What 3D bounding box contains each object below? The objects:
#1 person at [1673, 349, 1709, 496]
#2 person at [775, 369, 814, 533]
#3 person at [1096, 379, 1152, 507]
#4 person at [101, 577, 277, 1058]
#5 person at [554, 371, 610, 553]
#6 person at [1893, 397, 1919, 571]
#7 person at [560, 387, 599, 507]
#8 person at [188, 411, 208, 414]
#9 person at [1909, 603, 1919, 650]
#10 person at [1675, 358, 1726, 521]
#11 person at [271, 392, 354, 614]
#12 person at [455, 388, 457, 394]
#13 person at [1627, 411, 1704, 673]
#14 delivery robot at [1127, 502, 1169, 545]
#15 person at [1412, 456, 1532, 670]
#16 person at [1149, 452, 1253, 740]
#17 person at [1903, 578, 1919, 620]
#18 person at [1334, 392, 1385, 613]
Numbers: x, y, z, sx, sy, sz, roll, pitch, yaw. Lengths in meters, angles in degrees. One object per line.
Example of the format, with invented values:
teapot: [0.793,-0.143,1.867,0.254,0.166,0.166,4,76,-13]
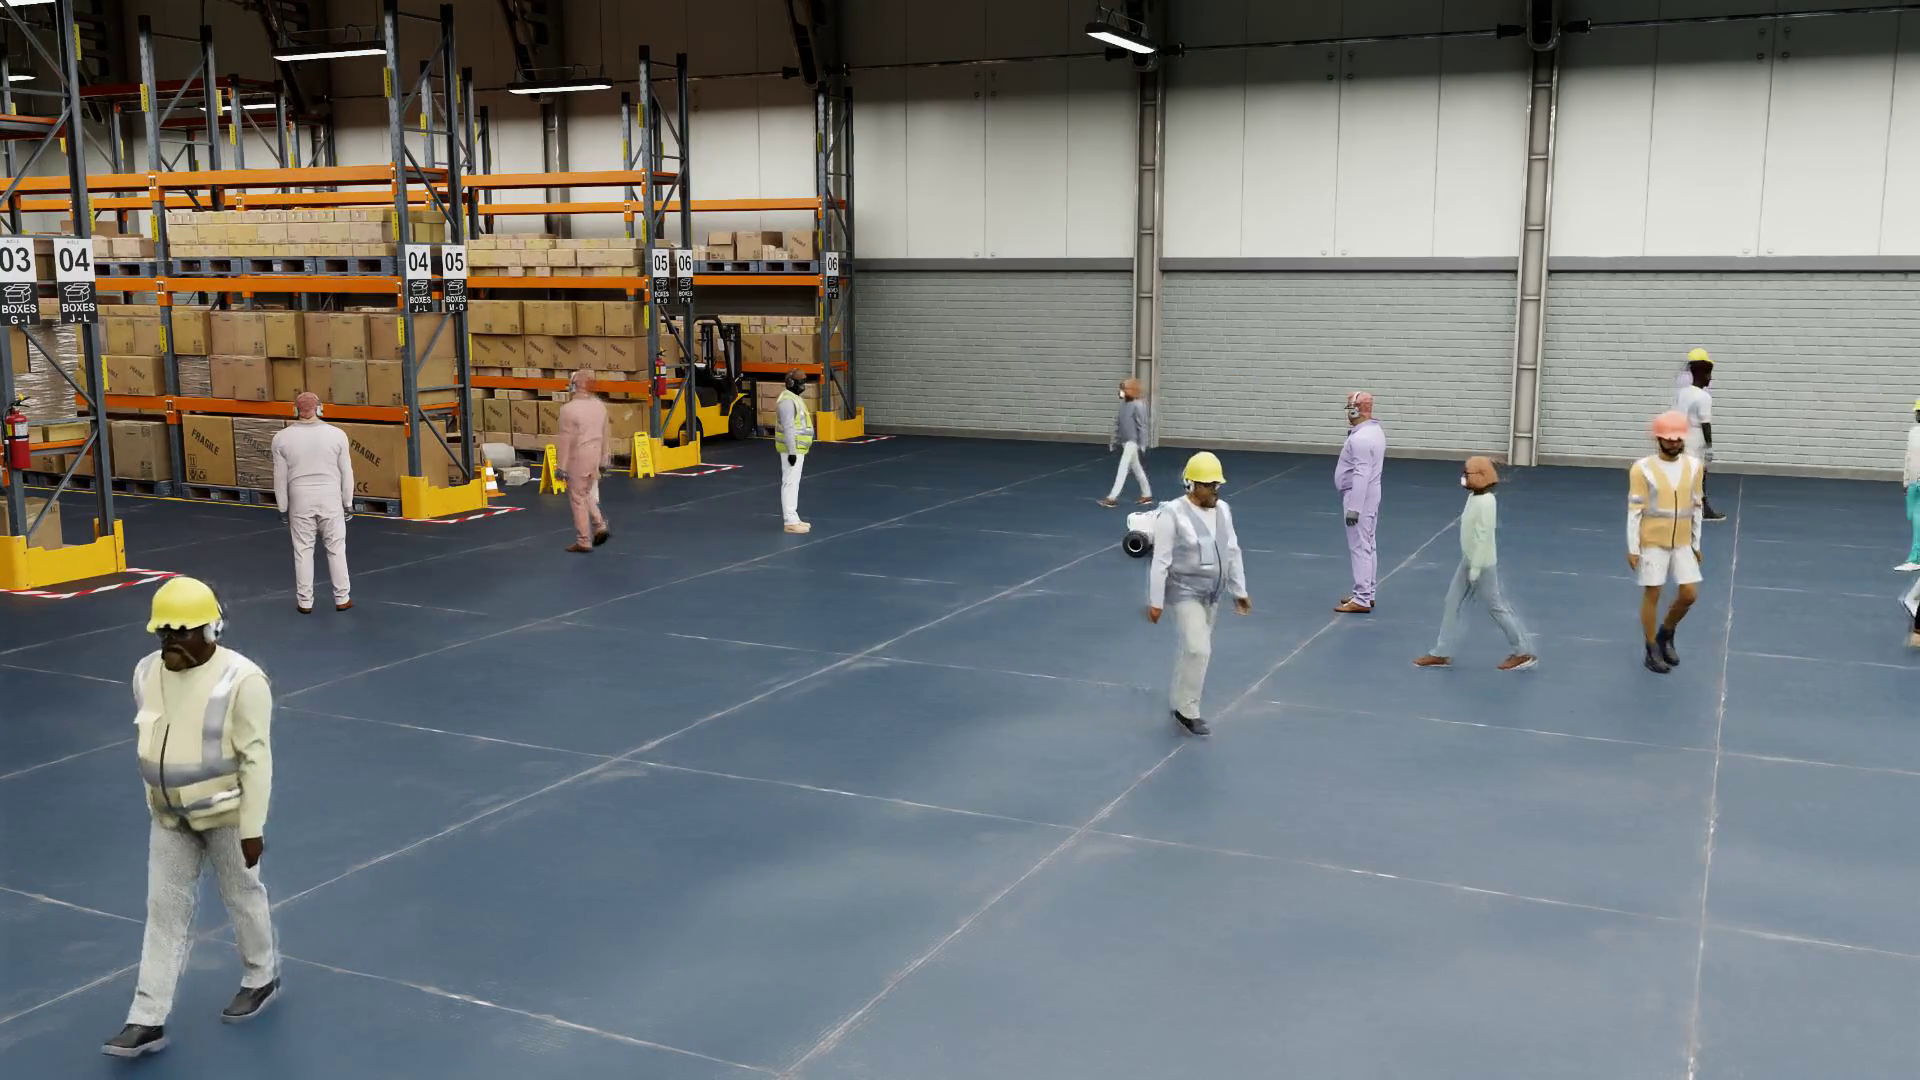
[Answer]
person: [9.478,-1.513,21.534,0.372,1.925,0.596,-1,9,-9]
person: [-1.855,-1.003,18.693,0.430,1.839,0.619,0,9,1]
person: [2.075,-1.205,20.665,0.851,1.581,0.520,-4,10,-24]
person: [-2.910,1.035,6.298,0.619,1.795,0.763,2,10,14]
person: [-3.960,-0.803,17.301,0.434,1.895,0.649,4,10,23]
person: [9.516,-0.562,16.288,0.683,1.749,0.530,-1,9,-8]
person: [-4.503,-1.073,19.772,0.511,1.620,0.334,-3,10,-18]
person: [-11.782,-2.277,25.890,0.403,2.035,0.609,6,11,34]
person: [7.704,0.057,12.684,0.744,1.663,0.548,6,11,31]
person: [8.476,-1.151,19.330,0.976,1.928,0.615,0,9,-2]
person: [-5.533,-0.315,14.275,0.639,1.902,0.407,-3,10,-20]
person: [-8.838,-2.666,28.257,0.538,2.000,0.689,9,13,43]
person: [5.156,0.019,12.149,0.583,1.924,0.399,0,9,-2]
delivery robot: [2.091,-0.151,17.098,0.707,0.478,0.477,3,10,18]
person: [3.832,0.177,12.213,0.844,1.596,0.511,0,9,2]
person: [1.537,0.344,10.498,0.612,1.805,0.611,-8,12,-41]
person: [8.262,-0.190,13.593,0.597,1.875,1.012,-3,10,-20]
person: [3.422,-0.325,14.323,0.402,1.904,0.652,4,10,23]
